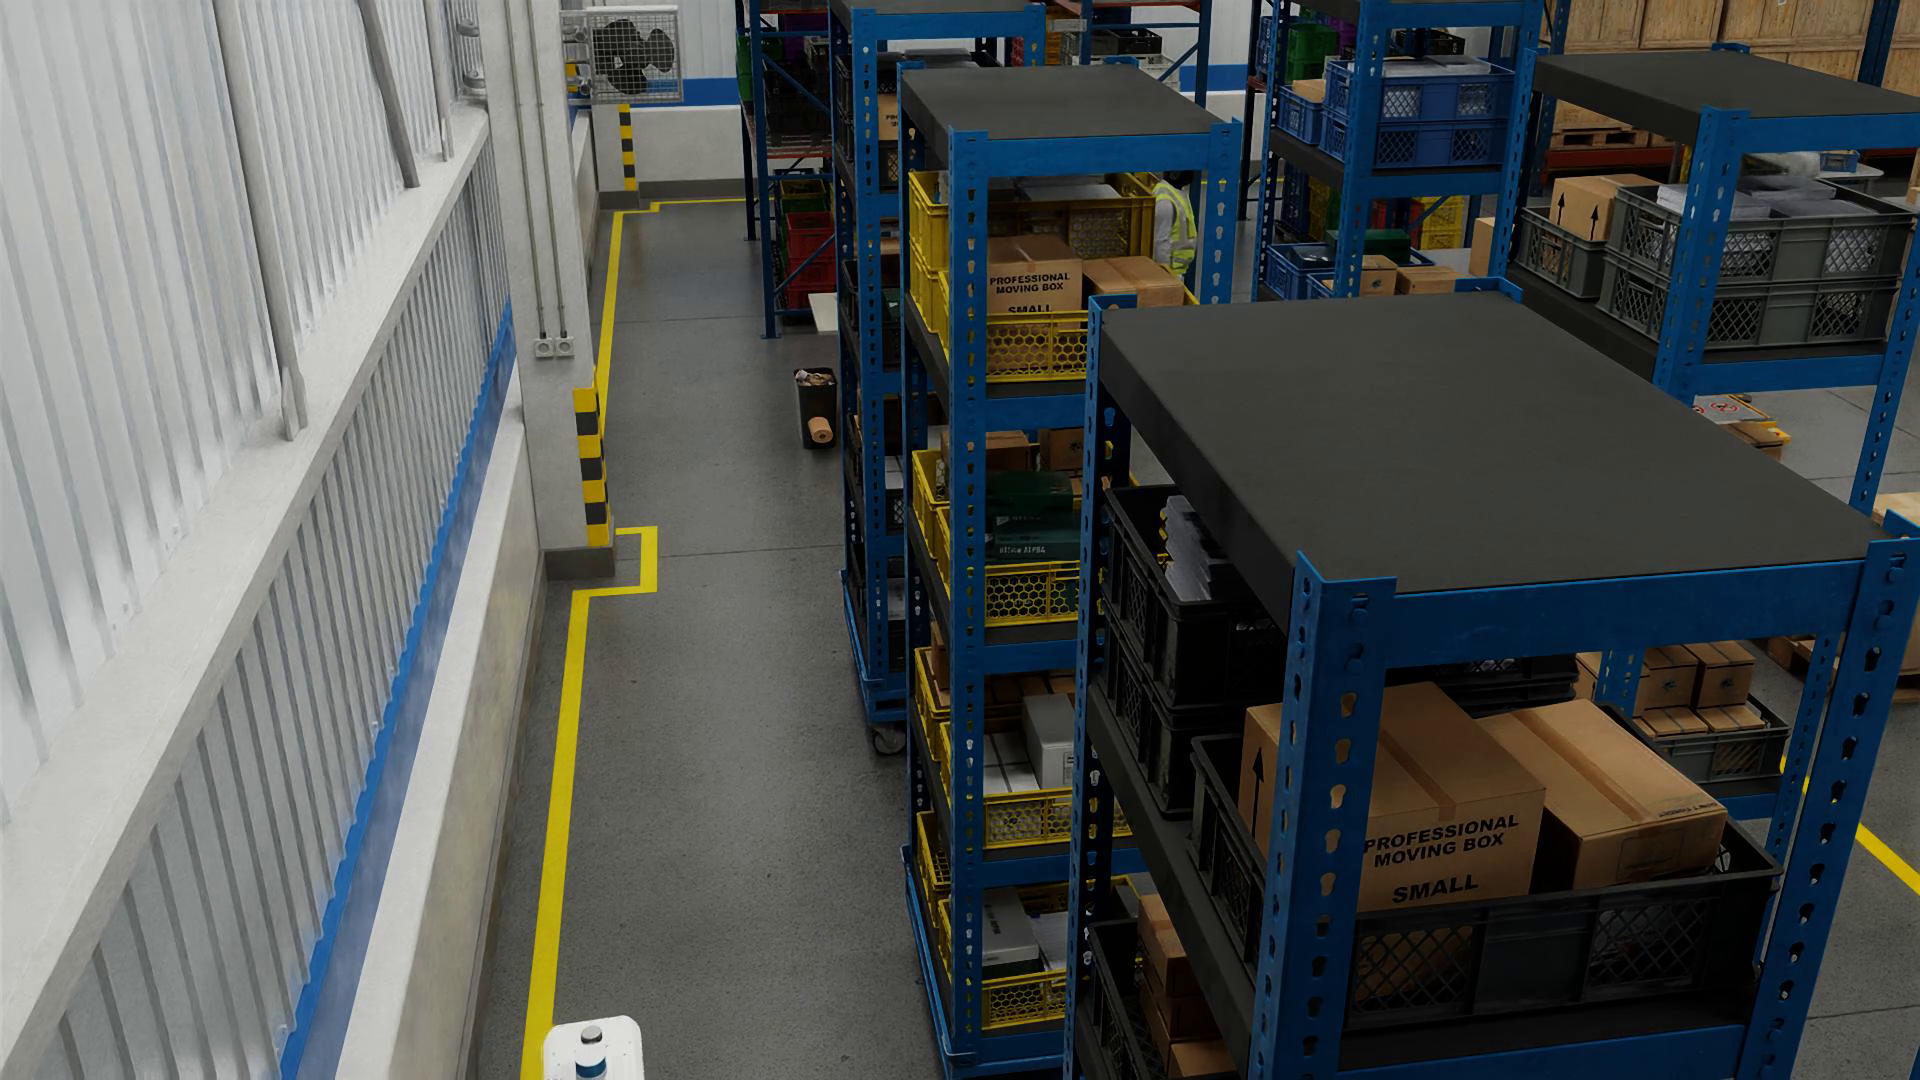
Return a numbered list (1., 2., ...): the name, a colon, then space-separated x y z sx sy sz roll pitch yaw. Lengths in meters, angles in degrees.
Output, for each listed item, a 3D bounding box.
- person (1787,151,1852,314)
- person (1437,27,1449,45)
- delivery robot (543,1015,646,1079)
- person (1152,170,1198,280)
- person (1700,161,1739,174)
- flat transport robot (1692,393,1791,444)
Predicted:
1. person: 7.398 -2.801 14.507 0.972 1.817 0.514 5 25 11
2. person: 5.264 -4.755 18.625 0.629 1.937 0.379 9 26 18
3. delivery robot: -1.231 1.929 5.627 0.477 0.478 0.707 -5 25 -12
4. person: 1.646 -2.156 13.102 0.430 1.836 0.629 6 25 13
5. person: 6.844 -3.101 15.102 0.578 1.878 0.343 -23 33 -40
6. flat transport robot: 5.224 -0.859 12.132 1.431 0.197 0.652 -4 25 -8
